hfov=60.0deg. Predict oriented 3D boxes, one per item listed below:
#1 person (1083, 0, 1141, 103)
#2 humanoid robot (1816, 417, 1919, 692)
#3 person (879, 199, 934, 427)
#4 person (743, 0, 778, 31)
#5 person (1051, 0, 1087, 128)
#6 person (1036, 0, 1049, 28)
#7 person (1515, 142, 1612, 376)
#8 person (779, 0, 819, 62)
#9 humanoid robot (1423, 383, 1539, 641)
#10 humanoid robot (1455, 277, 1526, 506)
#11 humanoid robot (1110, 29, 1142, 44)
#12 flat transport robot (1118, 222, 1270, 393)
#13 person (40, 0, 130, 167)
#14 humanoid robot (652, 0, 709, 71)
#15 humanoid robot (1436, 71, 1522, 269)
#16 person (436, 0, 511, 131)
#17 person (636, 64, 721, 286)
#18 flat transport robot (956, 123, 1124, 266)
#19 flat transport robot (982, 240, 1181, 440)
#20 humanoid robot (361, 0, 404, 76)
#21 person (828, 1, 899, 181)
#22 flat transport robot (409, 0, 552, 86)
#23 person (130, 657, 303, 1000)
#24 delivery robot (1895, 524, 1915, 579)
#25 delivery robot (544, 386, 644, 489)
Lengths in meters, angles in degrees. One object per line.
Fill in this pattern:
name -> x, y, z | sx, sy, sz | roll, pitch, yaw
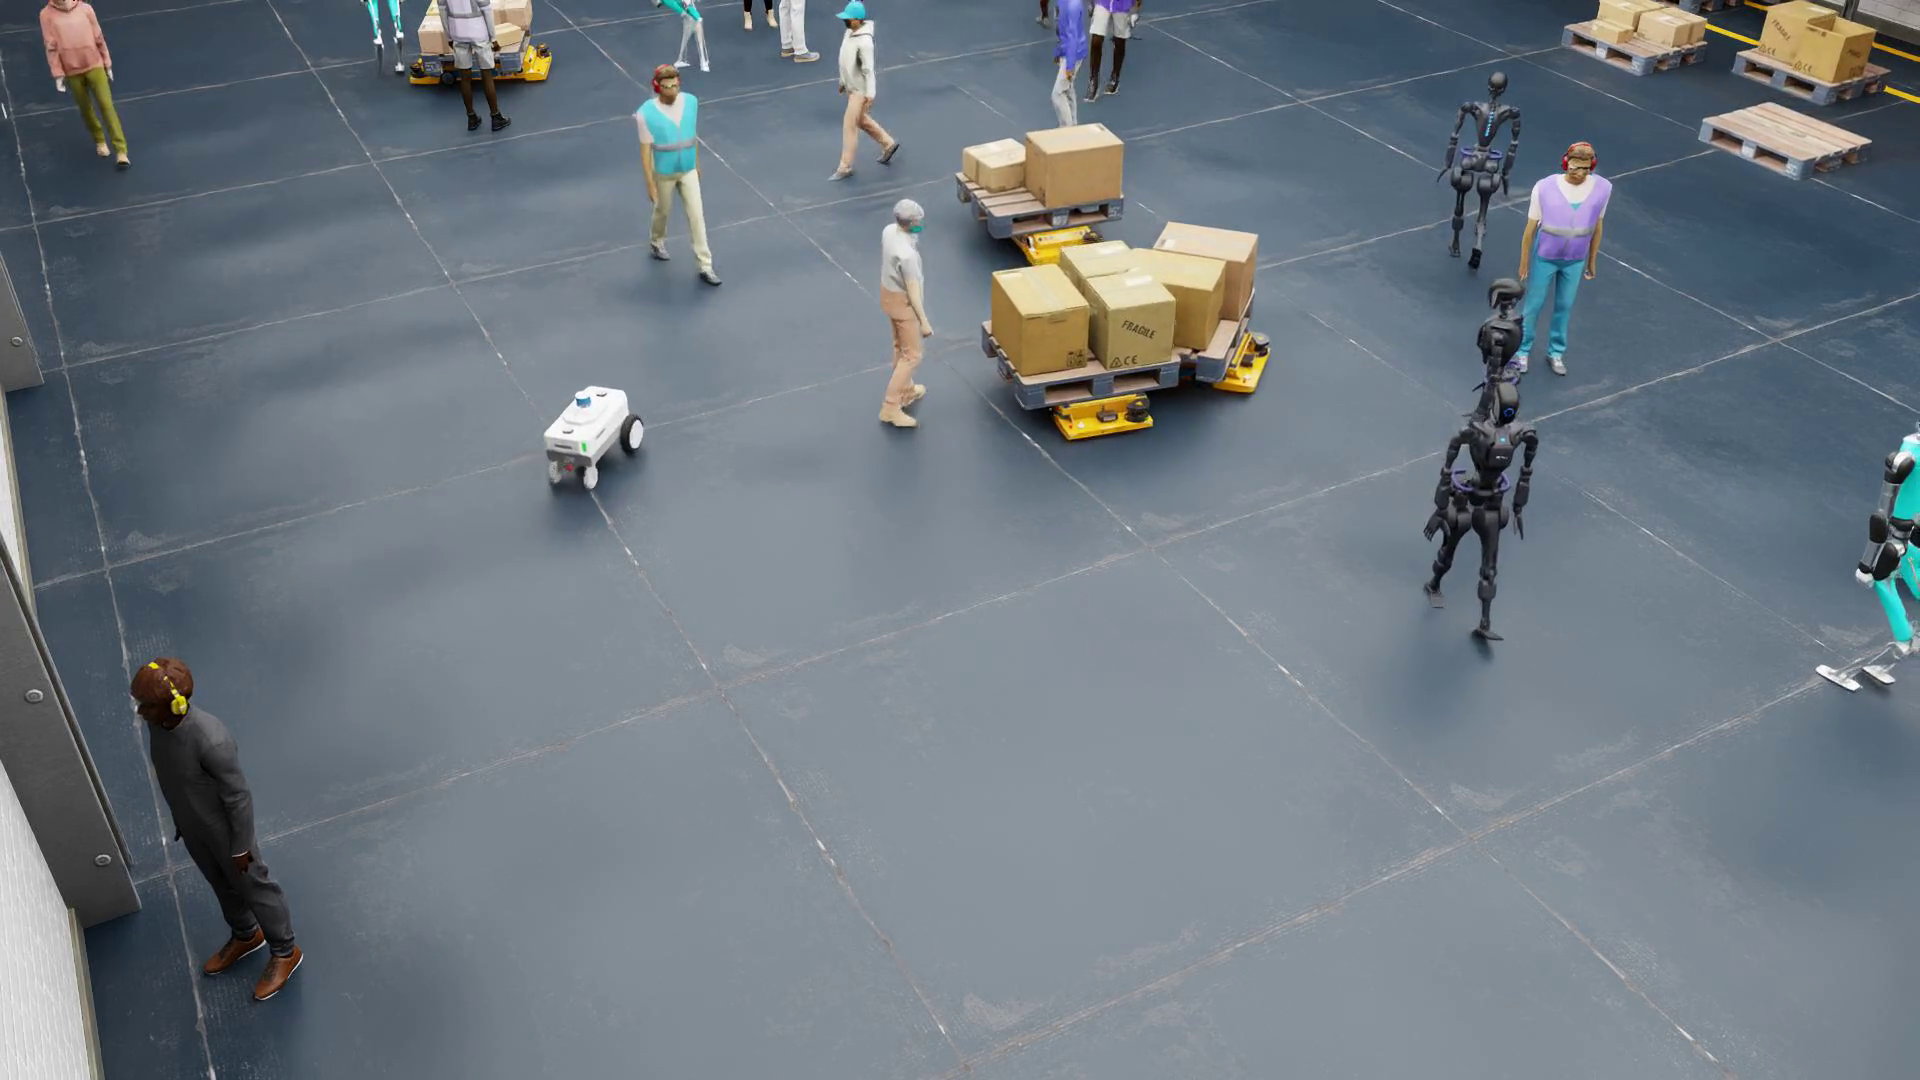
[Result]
person -> 1.566, -5.448, 17.038 | 0.610, 1.932, 0.832 | 10, 36, 14
humanoid robot -> 5.315, 0.163, 9.156 | 0.545, 1.749, 0.678 | -17, 38, -22
person -> -0.411, -1.644, 11.804 | 0.502, 1.717, 0.594 | -13, 37, -18
person -> -2.325, -6.714, 19.055 | 0.538, 1.695, 0.318 | -10, 36, -15
person -> 0.999, -4.650, 15.981 | 0.458, 1.850, 0.505 | -8, 36, -11
person -> 1.044, -6.799, 18.984 | 0.583, 1.916, 0.487 | -10, 36, -13
person -> 4.435, -2.095, 12.348 | 0.573, 1.830, 0.409 | 1, 35, 1
person -> -1.818, -6.179, 18.131 | 0.351, 1.882, 0.582 | -22, 41, -28
humanoid robot -> 3.051, -0.172, 9.757 | 0.591, 1.626, 0.735 | -3, 35, -4
humanoid robot -> 3.474, -0.958, 10.858 | 0.343, 1.653, 0.601 | 13, 37, 18
humanoid robot -> 1.940, -6.434, 18.662 | 0.599, 1.657, 0.315 | -27, 43, -33
flat transport robot -> 1.623, -1.465, 12.807 | 1.431, 0.231, 0.659 | 11, 37, 16
person -> -8.267, -4.407, 15.684 | 0.524, 1.792, 0.947 | -16, 38, -22
humanoid robot -> -3.026, -5.941, 17.902 | 0.611, 1.763, 0.763 | 15, 38, 21
humanoid robot -> 4.315, -3.078, 13.901 | 0.597, 1.637, 0.637 | 7, 36, 10
person -> -4.822, -4.997, 16.398 | 0.544, 1.938, 0.359 | 4, 35, 5
person -> -2.383, -3.062, 13.755 | 0.583, 1.799, 0.965 | -24, 41, -30
flat transport robot -> 0.700, -2.842, 14.773 | 0.659, 0.231, 1.431 | -12, 37, -16
flat transport robot -> 0.874, -1.210, 12.444 | 0.659, 0.231, 1.431 | -10, 36, -14
humanoid robot -> -6.164, -5.768, 17.734 | 0.541, 1.867, 0.654 | -11, 37, -15
person -> -0.915, -4.221, 15.551 | 0.762, 1.652, 0.472 | -15, 38, -20
flat transport robot -> -5.212, -5.178, 18.109 | 1.431, 0.231, 0.659 | -3, 35, -5
person -> -3.357, 1.289, 7.478 | 0.493, 1.875, 0.356 | 18, 39, 23
delivery robot -> 6.246, 0.097, 10.327 | 0.499, 0.593, 0.789 | -27, 43, -33
delivery robot -> -2.575, -0.755, 11.553 | 0.499, 0.604, 0.808 | 9, 36, 13
